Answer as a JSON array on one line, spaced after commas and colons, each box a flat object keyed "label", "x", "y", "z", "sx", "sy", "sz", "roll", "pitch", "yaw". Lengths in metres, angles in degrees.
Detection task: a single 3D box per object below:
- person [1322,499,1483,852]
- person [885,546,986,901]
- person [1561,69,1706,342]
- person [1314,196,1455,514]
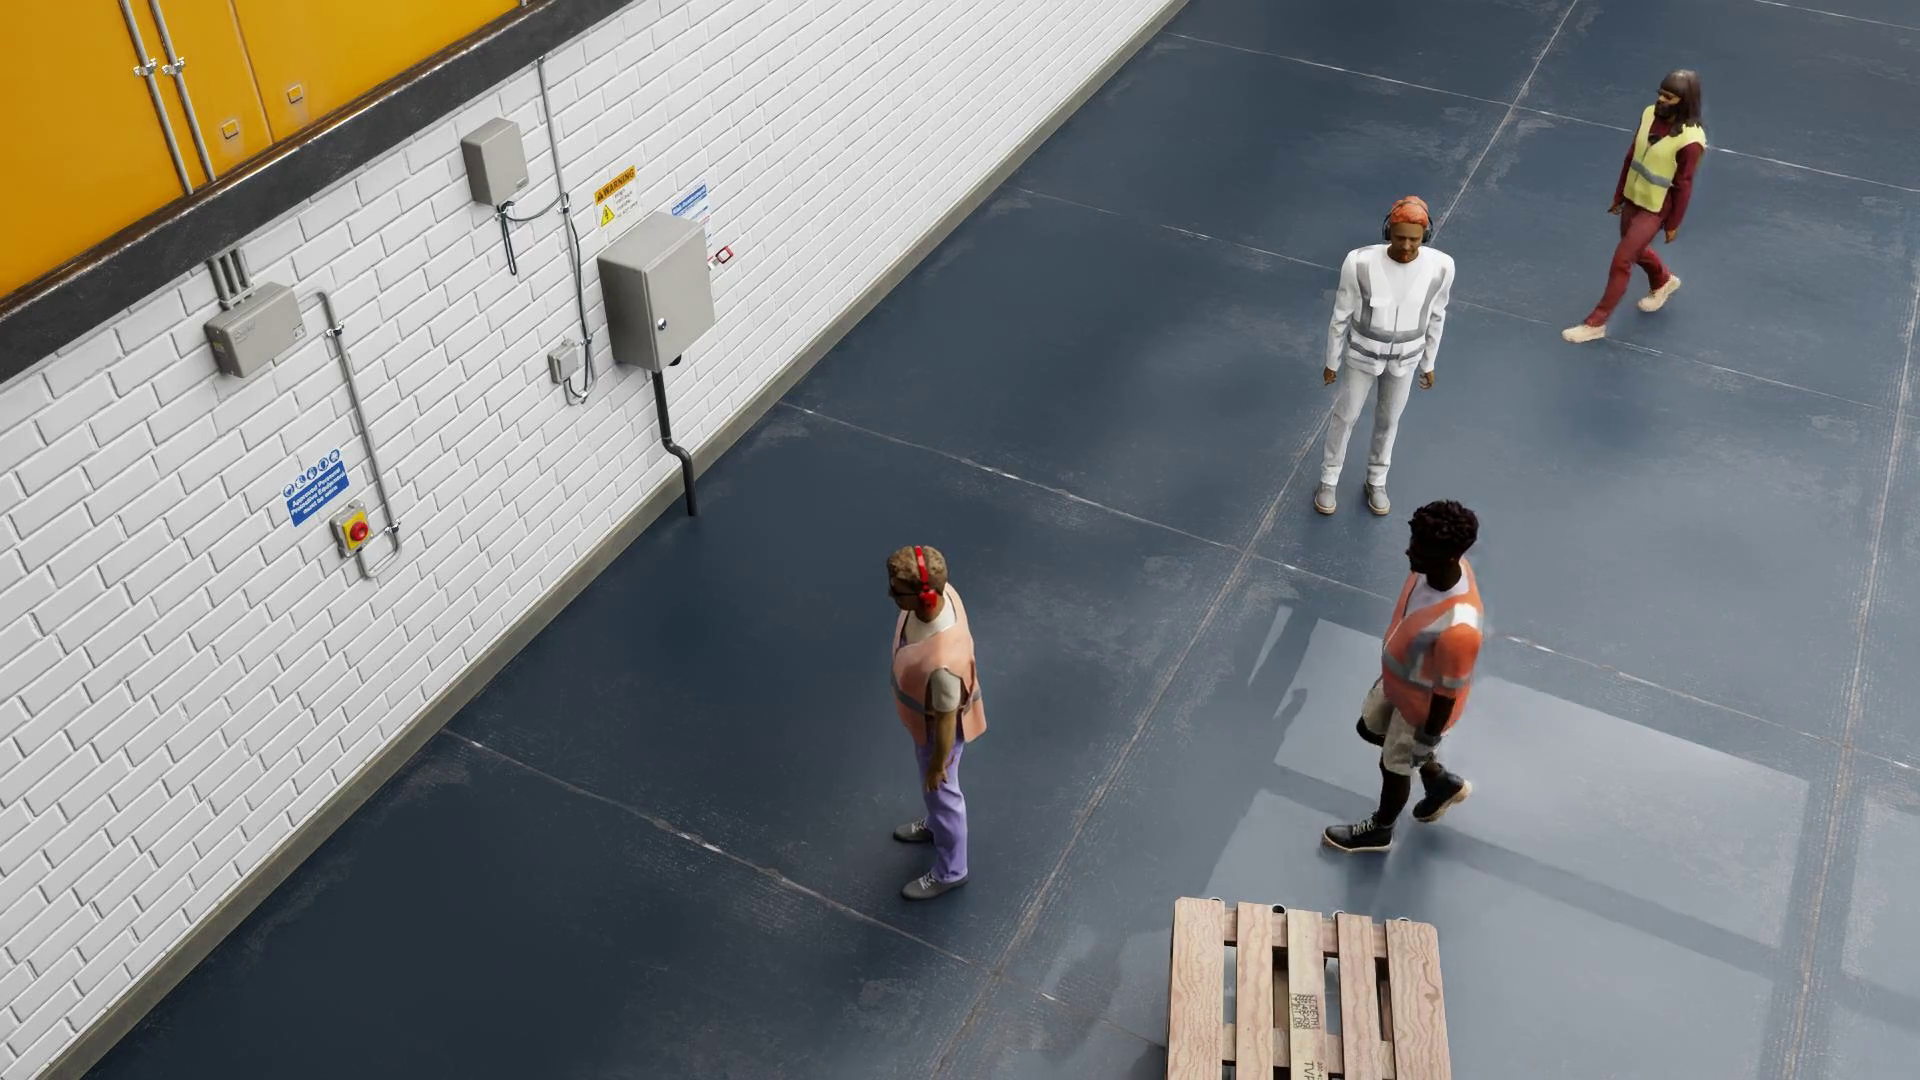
[{"label": "person", "x": 1.922, "y": 0.610, "z": 6.844, "sx": 0.534, "sy": 1.949, "sz": 0.622, "roll": 1, "pitch": 41, "yaw": 1}, {"label": "person", "x": -0.094, "y": 0.734, "z": 6.788, "sx": 0.379, "sy": 1.836, "sz": 0.564, "roll": -7, "pitch": 41, "yaw": -8}, {"label": "person", "x": 4.218, "y": -2.043, "z": 10.088, "sx": 0.845, "sy": 1.739, "sz": 0.479, "roll": -13, "pitch": 42, "yaw": -14}, {"label": "person", "x": 2.200, "y": -0.940, "z": 8.691, "sx": 0.585, "sy": 1.881, "sz": 0.342, "roll": 2, "pitch": 41, "yaw": 2}]
